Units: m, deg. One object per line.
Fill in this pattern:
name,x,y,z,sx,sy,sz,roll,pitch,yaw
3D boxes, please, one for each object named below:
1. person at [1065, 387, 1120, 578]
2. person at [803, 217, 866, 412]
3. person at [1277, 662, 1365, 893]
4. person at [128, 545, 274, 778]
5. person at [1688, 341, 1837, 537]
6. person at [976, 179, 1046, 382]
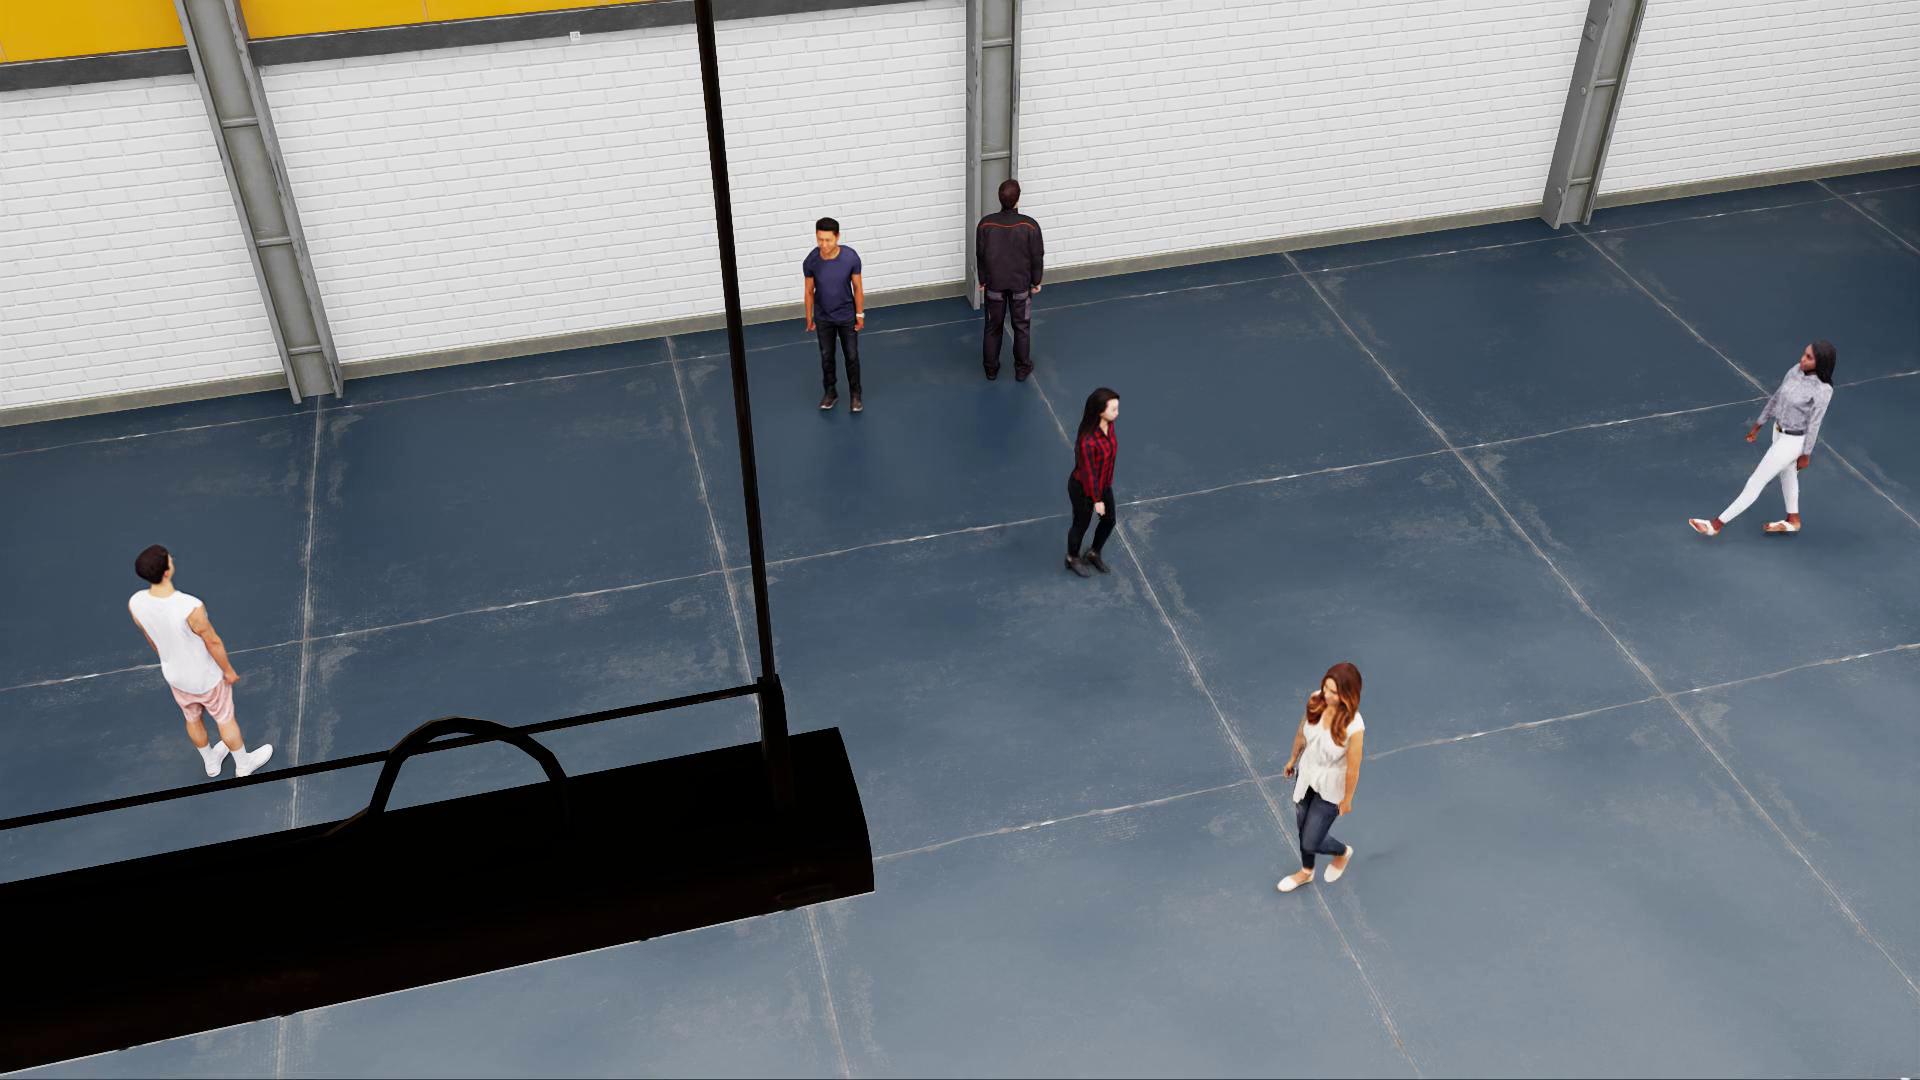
person,0.847,-0.411,11.890,0.776,1.640,0.713,22,43,25
person,-1.011,-1.861,13.588,0.590,1.786,0.761,1,39,2
person,2.155,1.356,9.569,0.743,1.775,0.670,-18,42,-22
person,-4.749,0.784,10.274,0.667,1.789,0.787,8,39,9
person,6.169,-0.707,12.232,1.195,1.676,0.785,-2,39,-3
person,0.401,-2.161,13.922,0.665,1.839,0.856,4,39,5
